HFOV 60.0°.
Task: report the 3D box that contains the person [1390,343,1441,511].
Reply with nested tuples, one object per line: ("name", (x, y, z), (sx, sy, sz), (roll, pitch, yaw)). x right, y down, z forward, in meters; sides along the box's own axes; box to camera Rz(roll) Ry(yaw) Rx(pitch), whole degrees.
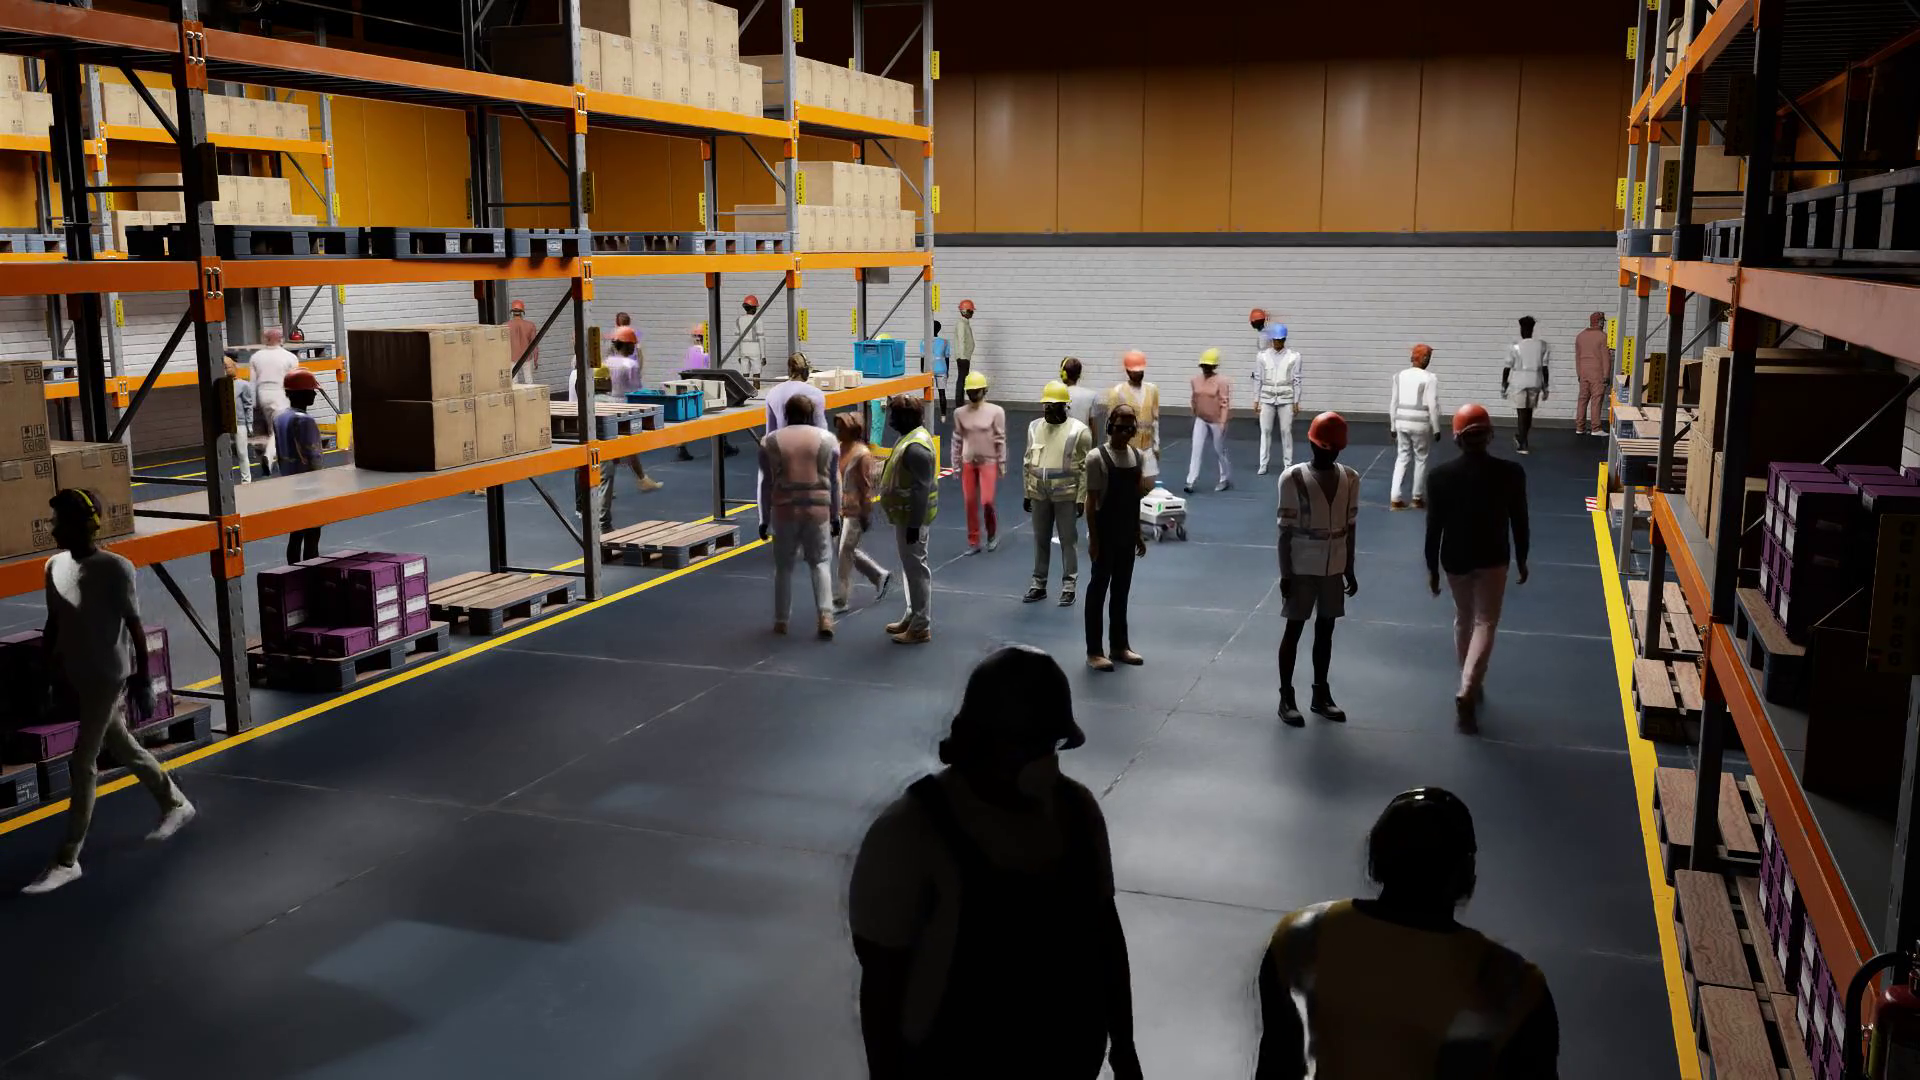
("person", (5.024, -1.240, 18.326), (0.583, 1.865, 0.618), (-9, 13, -41))

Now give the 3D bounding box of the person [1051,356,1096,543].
("person", (1.097, -0.850, 16.155), (0.522, 1.857, 0.493), (-6, 12, -30))

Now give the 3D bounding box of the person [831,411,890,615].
("person", (-0.838, -0.230, 13.277), (0.660, 1.617, 0.525), (-7, 12, -33))

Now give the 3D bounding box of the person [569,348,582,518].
("person", (-4.027, -1.189, 17.858), (0.383, 1.918, 0.597), (-3, 11, -17))

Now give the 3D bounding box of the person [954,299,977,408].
("person", (0.090, -3.152, 28.700), (0.396, 1.992, 0.622), (1, 10, 6))

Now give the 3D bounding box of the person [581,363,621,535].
("person", (-3.634, -0.917, 16.845), (0.486, 1.737, 0.346), (6, 12, 31))

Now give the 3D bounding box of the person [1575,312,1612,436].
("person", (9.740, -2.544, 25.527), (0.409, 1.909, 0.641), (-5, 11, -26))

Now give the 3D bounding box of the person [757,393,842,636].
("person", (-1.197, -0.179, 12.465), (0.630, 1.856, 0.449), (-1, 10, -6))

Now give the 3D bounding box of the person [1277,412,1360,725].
("person", (2.200, 0.171, 10.177), (0.544, 1.927, 0.384), (-3, 11, -17))

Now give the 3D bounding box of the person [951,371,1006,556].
("person", (0.162, -0.712, 15.641), (0.541, 1.751, 0.367), (4, 11, 21))

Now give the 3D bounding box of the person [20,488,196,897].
("person", (-4.064, 0.647, 7.840), (0.531, 1.828, 1.000), (5, 11, 24))

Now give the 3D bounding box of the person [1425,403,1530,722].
("person", (3.209, 0.124, 10.393), (0.619, 1.951, 1.001), (5, 11, 26))

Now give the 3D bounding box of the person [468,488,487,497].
("person", (-5.637, -1.353, 19.401), (0.318, 1.700, 0.535), (-6, 12, -30))

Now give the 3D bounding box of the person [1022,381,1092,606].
("person", (0.767, -0.380, 13.548), (0.588, 1.833, 0.404), (5, 11, 28))

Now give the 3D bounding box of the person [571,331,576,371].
("person", (-5.713, -2.343, 25.154), (0.311, 1.636, 0.523), (-4, 11, -20))

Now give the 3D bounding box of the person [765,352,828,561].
("person", (-1.504, -0.771, 15.448), (0.630, 1.938, 0.369), (5, 11, 27))

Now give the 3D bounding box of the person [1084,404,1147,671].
("person", (1.082, -0.025, 11.528), (0.505, 1.841, 0.347), (-7, 12, -36))

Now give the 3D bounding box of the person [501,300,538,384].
("person", (-7.488, -3.077, 28.275), (0.623, 1.992, 0.397), (-3, 11, -18))

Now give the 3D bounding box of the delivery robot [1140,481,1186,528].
("delivery robot", (1.971, -0.348, 16.699), (0.477, 0.478, 0.707), (-4, 11, -22))

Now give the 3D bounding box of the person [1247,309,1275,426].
("person", (4.885, -2.771, 26.828), (0.549, 1.902, 0.543), (1, 10, 6))

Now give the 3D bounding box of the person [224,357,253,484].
("person", (-8.528, -1.328, 19.447), (0.507, 1.631, 0.276), (-1, 10, -7))

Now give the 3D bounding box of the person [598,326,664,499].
("person", (-3.907, -1.479, 19.311), (0.632, 1.991, 1.066), (9, 14, 42))

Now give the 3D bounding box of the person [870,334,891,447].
("person", (-1.030, -1.829, 21.922), (0.328, 1.760, 0.524), (-2, 10, -9))

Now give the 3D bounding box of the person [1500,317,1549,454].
("person", (7.998, -2.207, 23.620), (0.613, 1.906, 1.010), (0, 10, -1))

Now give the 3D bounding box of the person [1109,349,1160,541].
("person", (1.738, -0.945, 16.490), (0.580, 1.908, 0.496), (-5, 11, -26))

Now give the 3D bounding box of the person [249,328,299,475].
("person", (-8.826, -1.779, 21.361), (0.664, 1.872, 0.892), (1, 10, 7))

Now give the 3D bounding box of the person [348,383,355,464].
("person", (-6.865, -1.448, 19.482), (0.655, 1.874, 0.932), (9, 14, 42))

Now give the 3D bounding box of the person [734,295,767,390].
("person", (-3.657, -3.267, 29.210), (0.607, 2.044, 0.371), (5, 11, 27))

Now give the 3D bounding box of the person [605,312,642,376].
("person", (-5.552, -2.832, 27.391), (0.564, 1.823, 0.576), (-6, 12, -32))

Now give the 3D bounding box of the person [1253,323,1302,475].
("person", (4.021, -1.780, 21.133), (0.605, 1.939, 0.411), (4, 11, 19))

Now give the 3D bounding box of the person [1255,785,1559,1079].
("person", (0.977, 1.406, 3.611), (0.645, 1.789, 0.981), (7, 12, 36))

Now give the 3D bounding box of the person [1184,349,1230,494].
("person", (2.917, -1.383, 19.521), (0.552, 1.712, 0.927), (7, 13, 36))

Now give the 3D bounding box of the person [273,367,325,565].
("person", (-5.333, -0.436, 13.563), (0.543, 1.939, 0.361), (8, 13, 39))

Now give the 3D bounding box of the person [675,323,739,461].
("person", (-3.496, -2.024, 22.687), (0.550, 1.889, 1.032), (8, 13, 39))

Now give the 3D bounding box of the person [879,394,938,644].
("person", (-0.380, -0.160, 12.285), (0.429, 1.841, 0.633), (-1, 10, -7))

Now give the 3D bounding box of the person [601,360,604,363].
("person", (-4.983, -1.889, 22.588), (0.307, 1.641, 0.514), (4, 11, 20))

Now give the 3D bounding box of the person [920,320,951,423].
("person", (-0.419, -2.751, 27.285), (0.535, 1.694, 0.313), (-3, 11, -19))
